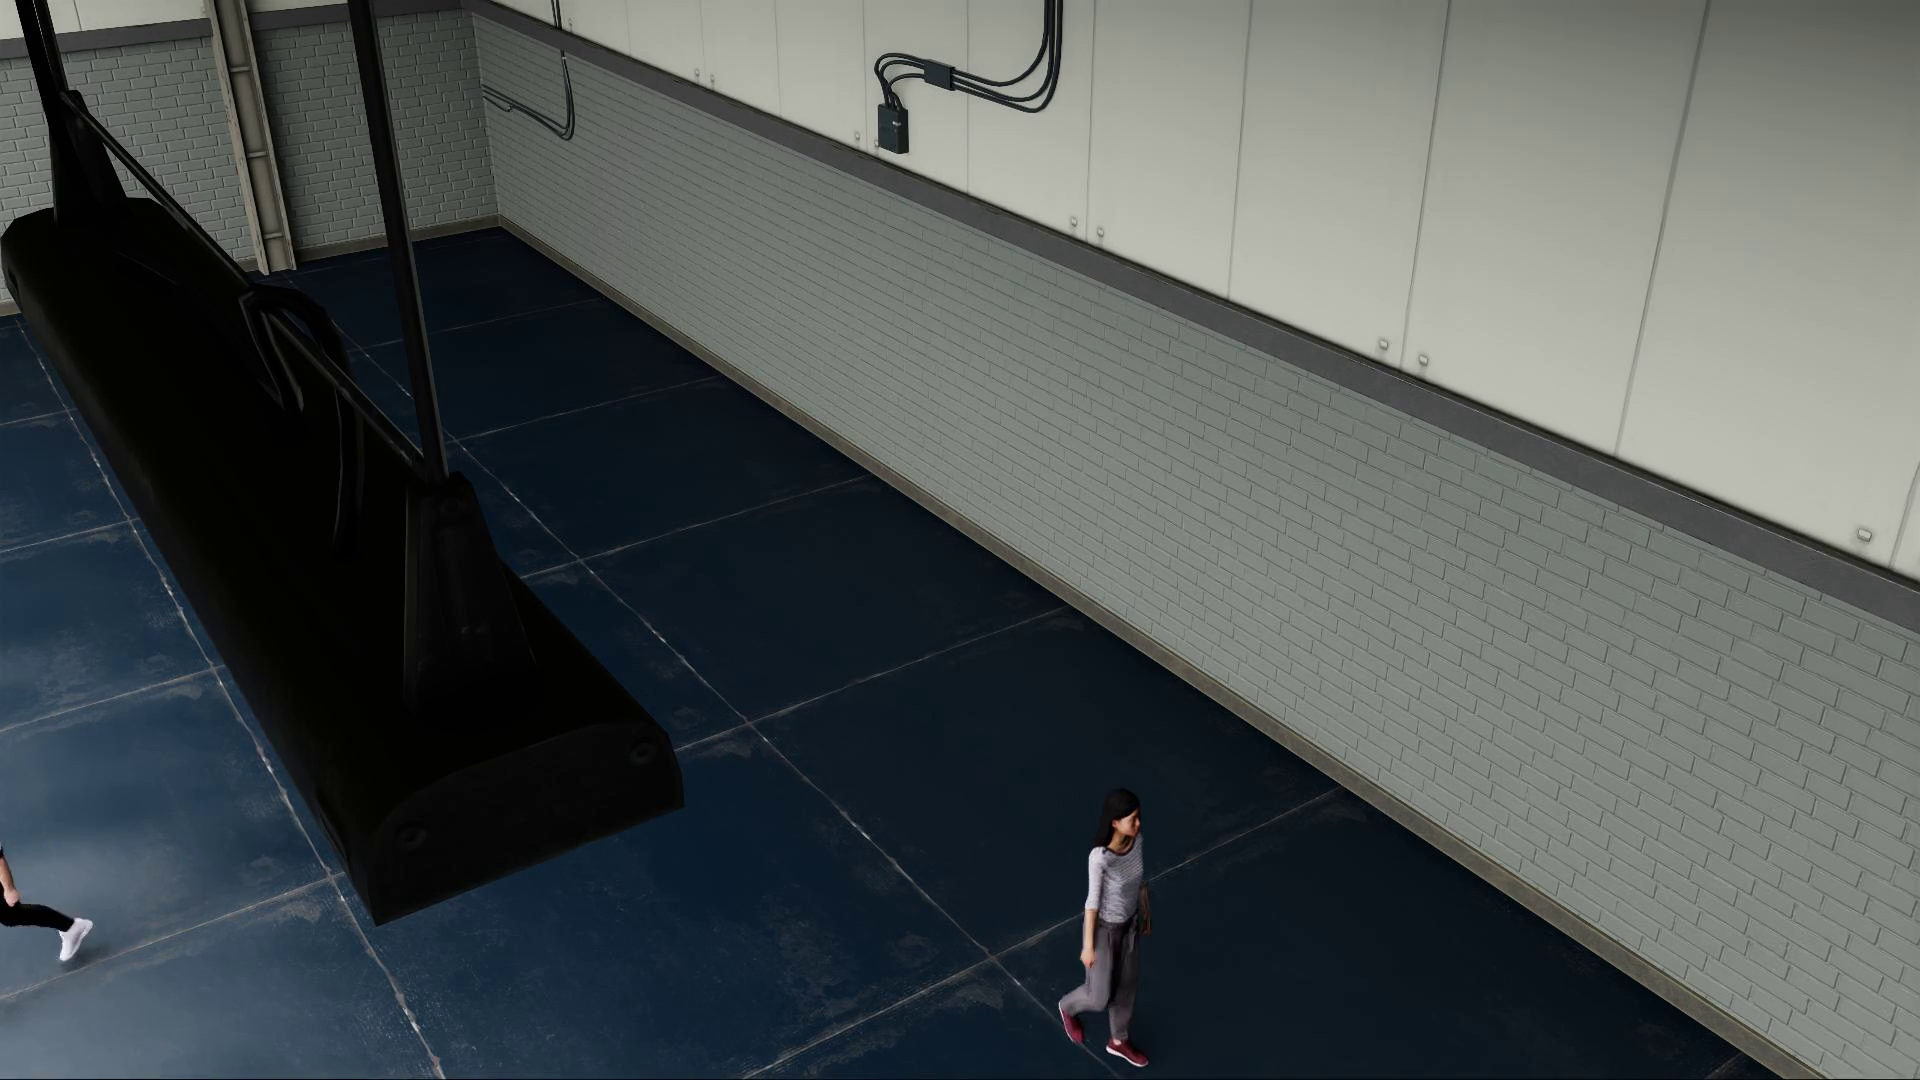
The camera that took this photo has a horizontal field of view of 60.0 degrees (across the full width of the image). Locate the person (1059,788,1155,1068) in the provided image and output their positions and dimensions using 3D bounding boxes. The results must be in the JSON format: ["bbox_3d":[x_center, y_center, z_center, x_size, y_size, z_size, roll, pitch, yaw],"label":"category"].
[{"bbox_3d":[0.755,2.045,8.863,0.791,1.724,0.781,25,37,38],"label":"person"}]

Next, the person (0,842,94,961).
[{"bbox_3d":[-5.372,1.887,9.288,0.903,1.604,1.186,17,33,29],"label":"person"}]
